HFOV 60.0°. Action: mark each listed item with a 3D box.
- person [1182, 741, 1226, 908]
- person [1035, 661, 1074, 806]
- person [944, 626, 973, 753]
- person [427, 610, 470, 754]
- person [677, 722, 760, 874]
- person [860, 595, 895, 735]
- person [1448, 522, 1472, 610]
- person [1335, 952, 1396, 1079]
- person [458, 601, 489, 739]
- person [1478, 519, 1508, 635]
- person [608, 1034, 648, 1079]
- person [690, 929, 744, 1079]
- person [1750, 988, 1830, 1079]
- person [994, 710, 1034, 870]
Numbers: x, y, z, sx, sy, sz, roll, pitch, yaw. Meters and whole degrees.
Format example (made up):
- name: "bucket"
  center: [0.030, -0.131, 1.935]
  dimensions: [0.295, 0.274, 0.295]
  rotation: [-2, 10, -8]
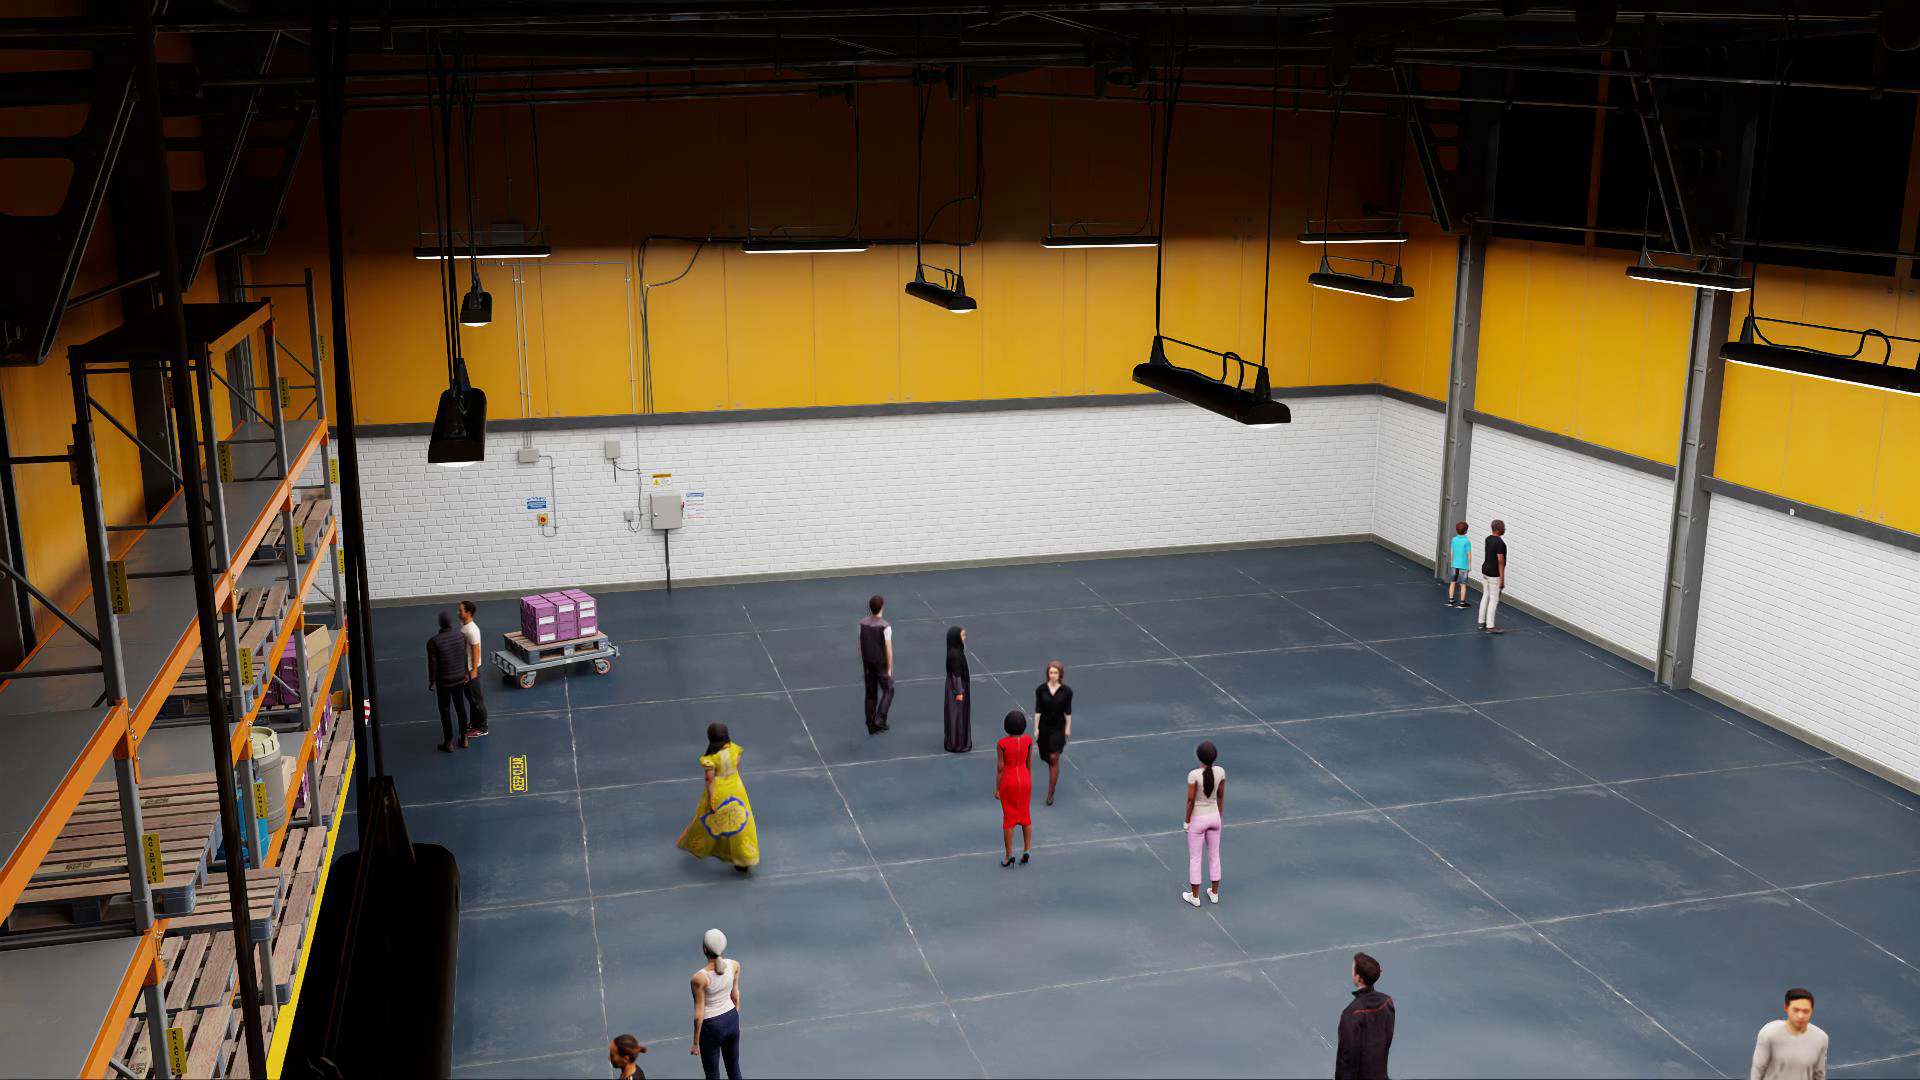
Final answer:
- name: "person"
  center: [2.472, 2.848, 16.815]
  dimensions: [0.578, 1.743, 0.526]
  rotation: [-5, 14, -19]
- name: "person"
  center: [1.085, 2.218, 19.547]
  dimensions: [0.881, 1.681, 1.079]
  rotation: [3, 14, 11]
- name: "person"
  center: [-0.042, 1.871, 21.121]
  dimensions: [0.715, 1.616, 0.604]
  rotation: [0, 14, 0]
- name: "person"
  center: [-6.465, 1.770, 21.072]
  dimensions: [0.777, 1.835, 0.762]
  rotation: [-13, 19, -43]
- name: "person"
  center: [-2.442, 2.743, 17.535]
  dimensions: [1.108, 1.608, 1.354]
  rotation: [-11, 17, -38]
- name: "person"
  center: [-1.123, 1.645, 21.578]
  dimensions: [0.791, 1.840, 0.845]
  rotation: [6, 15, 25]
- name: "person"
  center: [8.291, 0.398, 27.559]
  dimensions: [0.651, 1.449, 0.546]
  rotation: [-12, 18, -40]
- name: "person"
  center: [2.963, 3.950, 12.016]
  dimensions: [0.914, 1.859, 1.240]
  rotation: [-8, 16, -30]
- name: "person"
  center: [-6.349, 1.655, 21.616]
  dimensions: [0.765, 1.804, 0.588]
  rotation: [-8, 16, -31]
- name: "person"
  center: [8.384, 0.554, 26.160]
  dimensions: [0.729, 1.804, 0.528]
  rotation: [-3, 14, -11]
- name: "person"
  center: [-2.238, 4.175, 11.493]
  dimensions: [0.643, 1.669, 0.464]
  rotation: [-3, 14, -12]
- name: "person"
  center: [-1.869, 3.816, 12.903]
  dimensions: [0.681, 1.702, 0.688]
  rotation: [-13, 19, -43]
- name: "person"
  center: [5.911, 4.002, 11.971]
  dimensions: [0.982, 1.780, 1.161]
  rotation: [3, 14, 12]
- name: "person"
  center: [0.589, 2.639, 17.678]
  dimensions: [0.586, 1.743, 0.523]
  rotation: [-5, 14, -20]
